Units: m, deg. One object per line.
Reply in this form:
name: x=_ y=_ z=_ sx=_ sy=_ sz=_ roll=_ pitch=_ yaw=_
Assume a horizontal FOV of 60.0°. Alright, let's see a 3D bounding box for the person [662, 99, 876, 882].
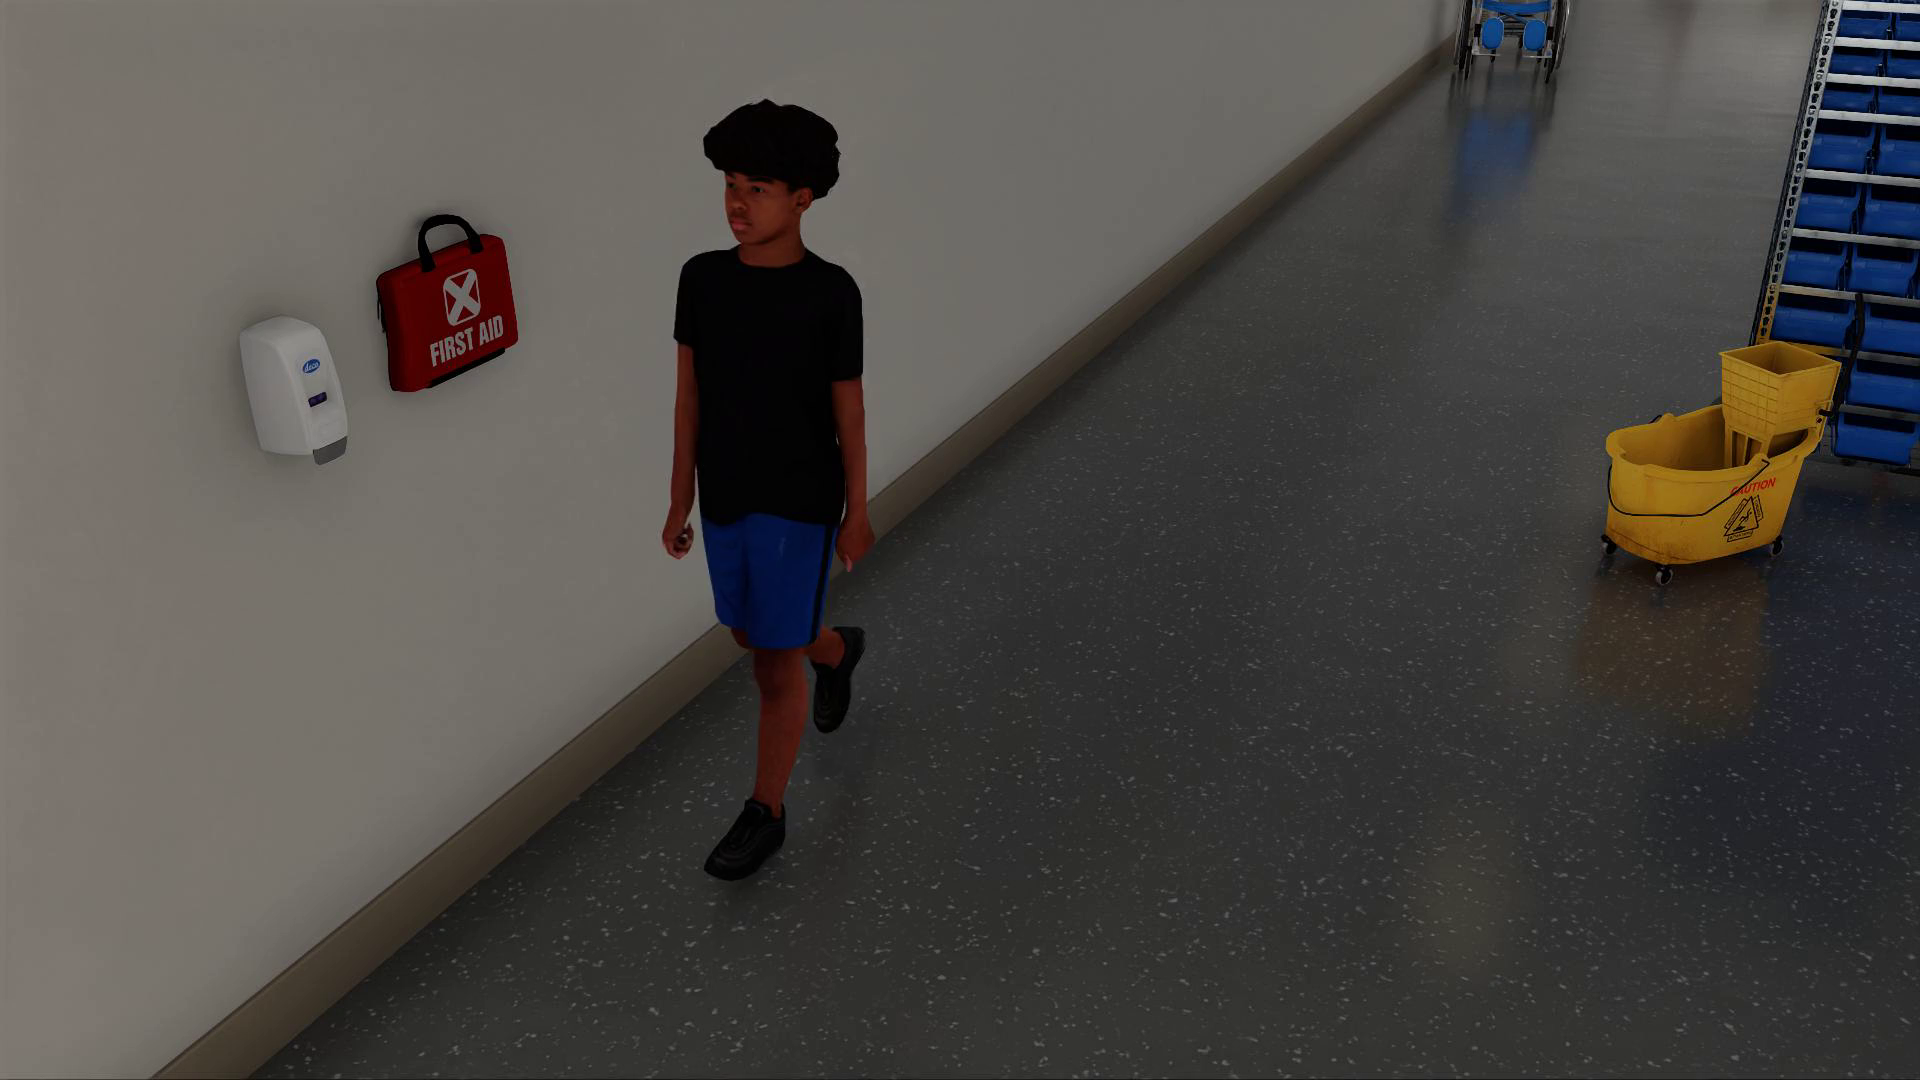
person: x=-0.405 y=-0.134 z=3.895 sx=1.028 sy=1.775 sz=0.666 roll=11 pitch=28 yaw=22
